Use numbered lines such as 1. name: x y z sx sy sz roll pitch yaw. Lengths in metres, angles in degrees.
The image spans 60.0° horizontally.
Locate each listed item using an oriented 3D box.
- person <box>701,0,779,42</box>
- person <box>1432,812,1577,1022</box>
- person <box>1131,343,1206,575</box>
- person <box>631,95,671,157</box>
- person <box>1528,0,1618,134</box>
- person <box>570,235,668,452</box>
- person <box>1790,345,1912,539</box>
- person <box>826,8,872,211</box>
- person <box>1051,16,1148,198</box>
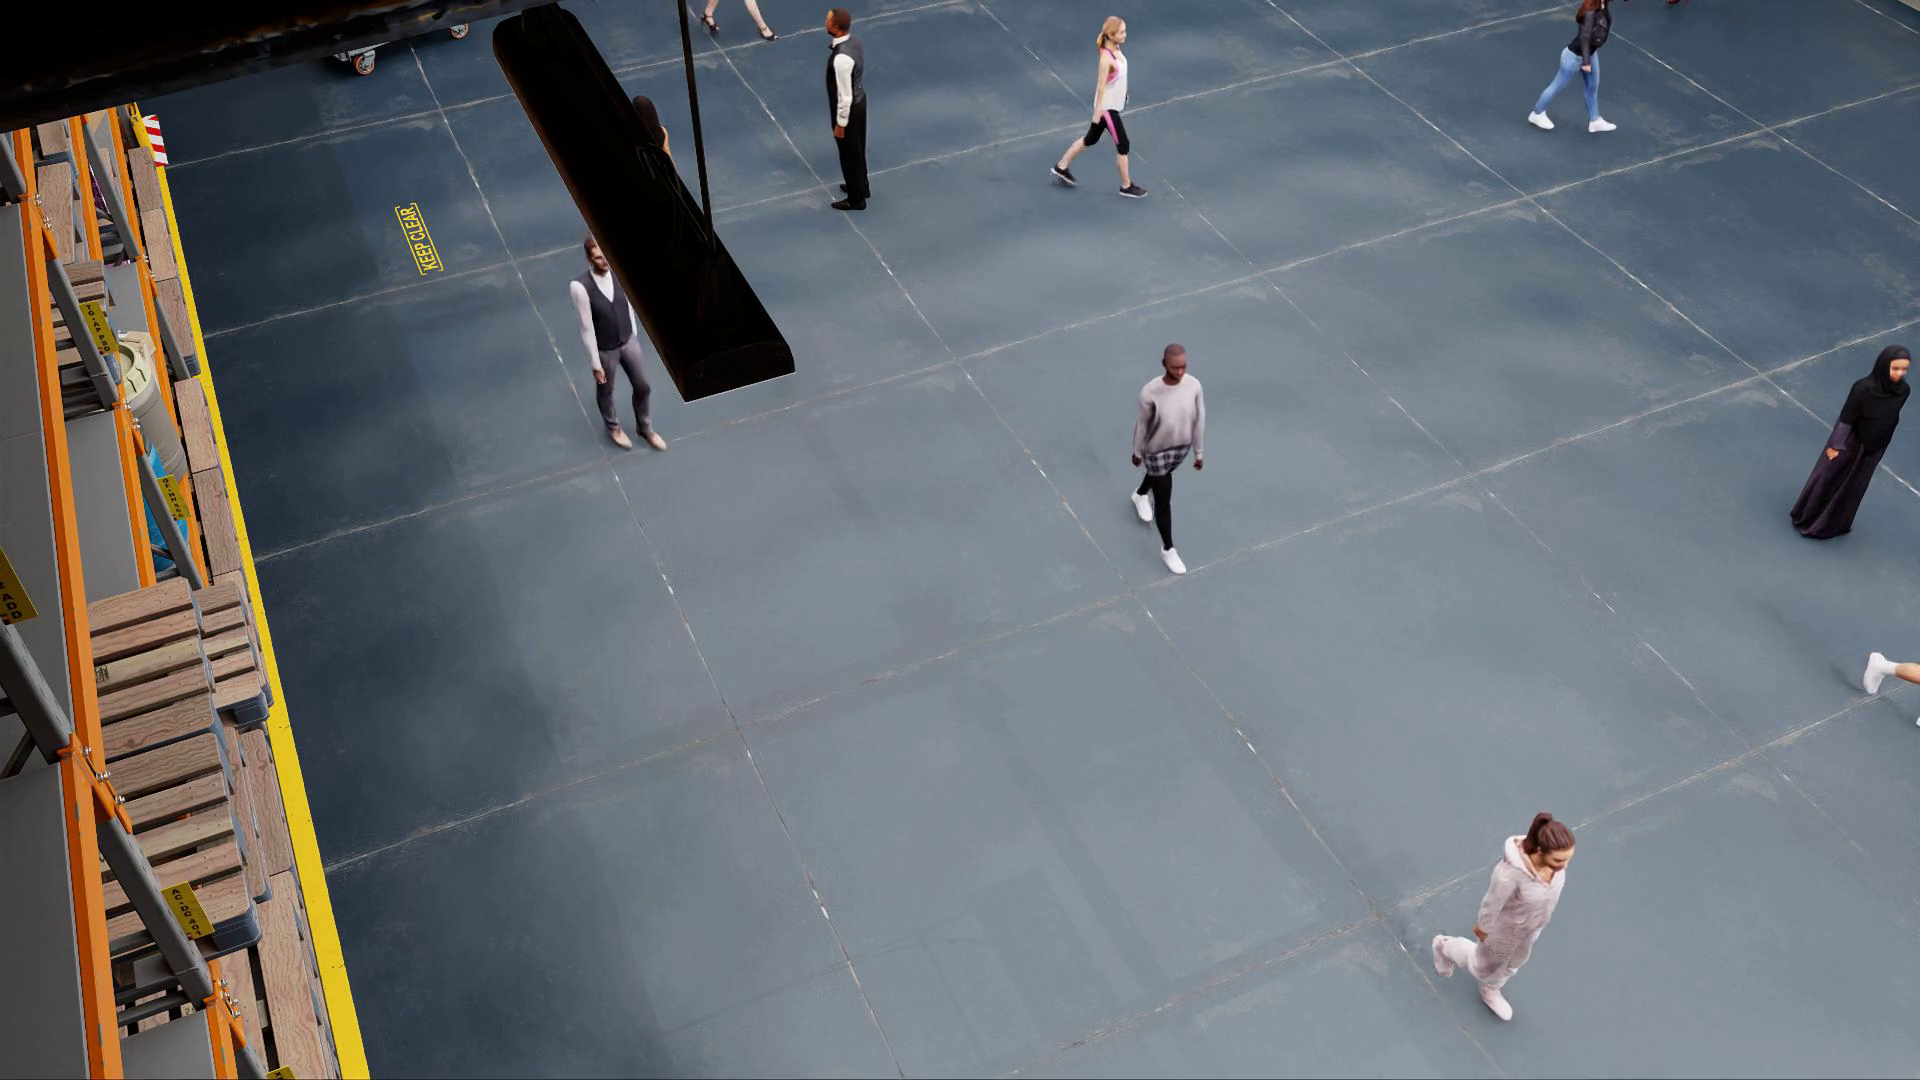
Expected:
1. person: -2.484 -6.086 17.462 1.156 1.717 1.117 13 45 13
2. person: 2.953 1.972 9.033 0.667 1.677 0.786 -22 48 -21
3. person: 1.427 -0.703 11.805 0.690 1.727 1.150 -14 45 -14
4. person: -2.641 -3.052 14.328 0.570 1.647 0.525 -25 49 -24
5. person: 5.920 -4.694 16.088 1.161 1.597 0.987 25 49 24
6. person: -2.676 -1.516 12.518 0.782 1.920 0.856 -30 51 -27
7. person: 6.428 -0.712 11.896 0.670 1.615 0.685 -4 44 -5
8. person: -1.007 -3.883 15.005 0.843 1.917 0.741 8 44 8
9. person: 1.255 -3.958 15.209 1.120 1.745 1.159 8 44 8
